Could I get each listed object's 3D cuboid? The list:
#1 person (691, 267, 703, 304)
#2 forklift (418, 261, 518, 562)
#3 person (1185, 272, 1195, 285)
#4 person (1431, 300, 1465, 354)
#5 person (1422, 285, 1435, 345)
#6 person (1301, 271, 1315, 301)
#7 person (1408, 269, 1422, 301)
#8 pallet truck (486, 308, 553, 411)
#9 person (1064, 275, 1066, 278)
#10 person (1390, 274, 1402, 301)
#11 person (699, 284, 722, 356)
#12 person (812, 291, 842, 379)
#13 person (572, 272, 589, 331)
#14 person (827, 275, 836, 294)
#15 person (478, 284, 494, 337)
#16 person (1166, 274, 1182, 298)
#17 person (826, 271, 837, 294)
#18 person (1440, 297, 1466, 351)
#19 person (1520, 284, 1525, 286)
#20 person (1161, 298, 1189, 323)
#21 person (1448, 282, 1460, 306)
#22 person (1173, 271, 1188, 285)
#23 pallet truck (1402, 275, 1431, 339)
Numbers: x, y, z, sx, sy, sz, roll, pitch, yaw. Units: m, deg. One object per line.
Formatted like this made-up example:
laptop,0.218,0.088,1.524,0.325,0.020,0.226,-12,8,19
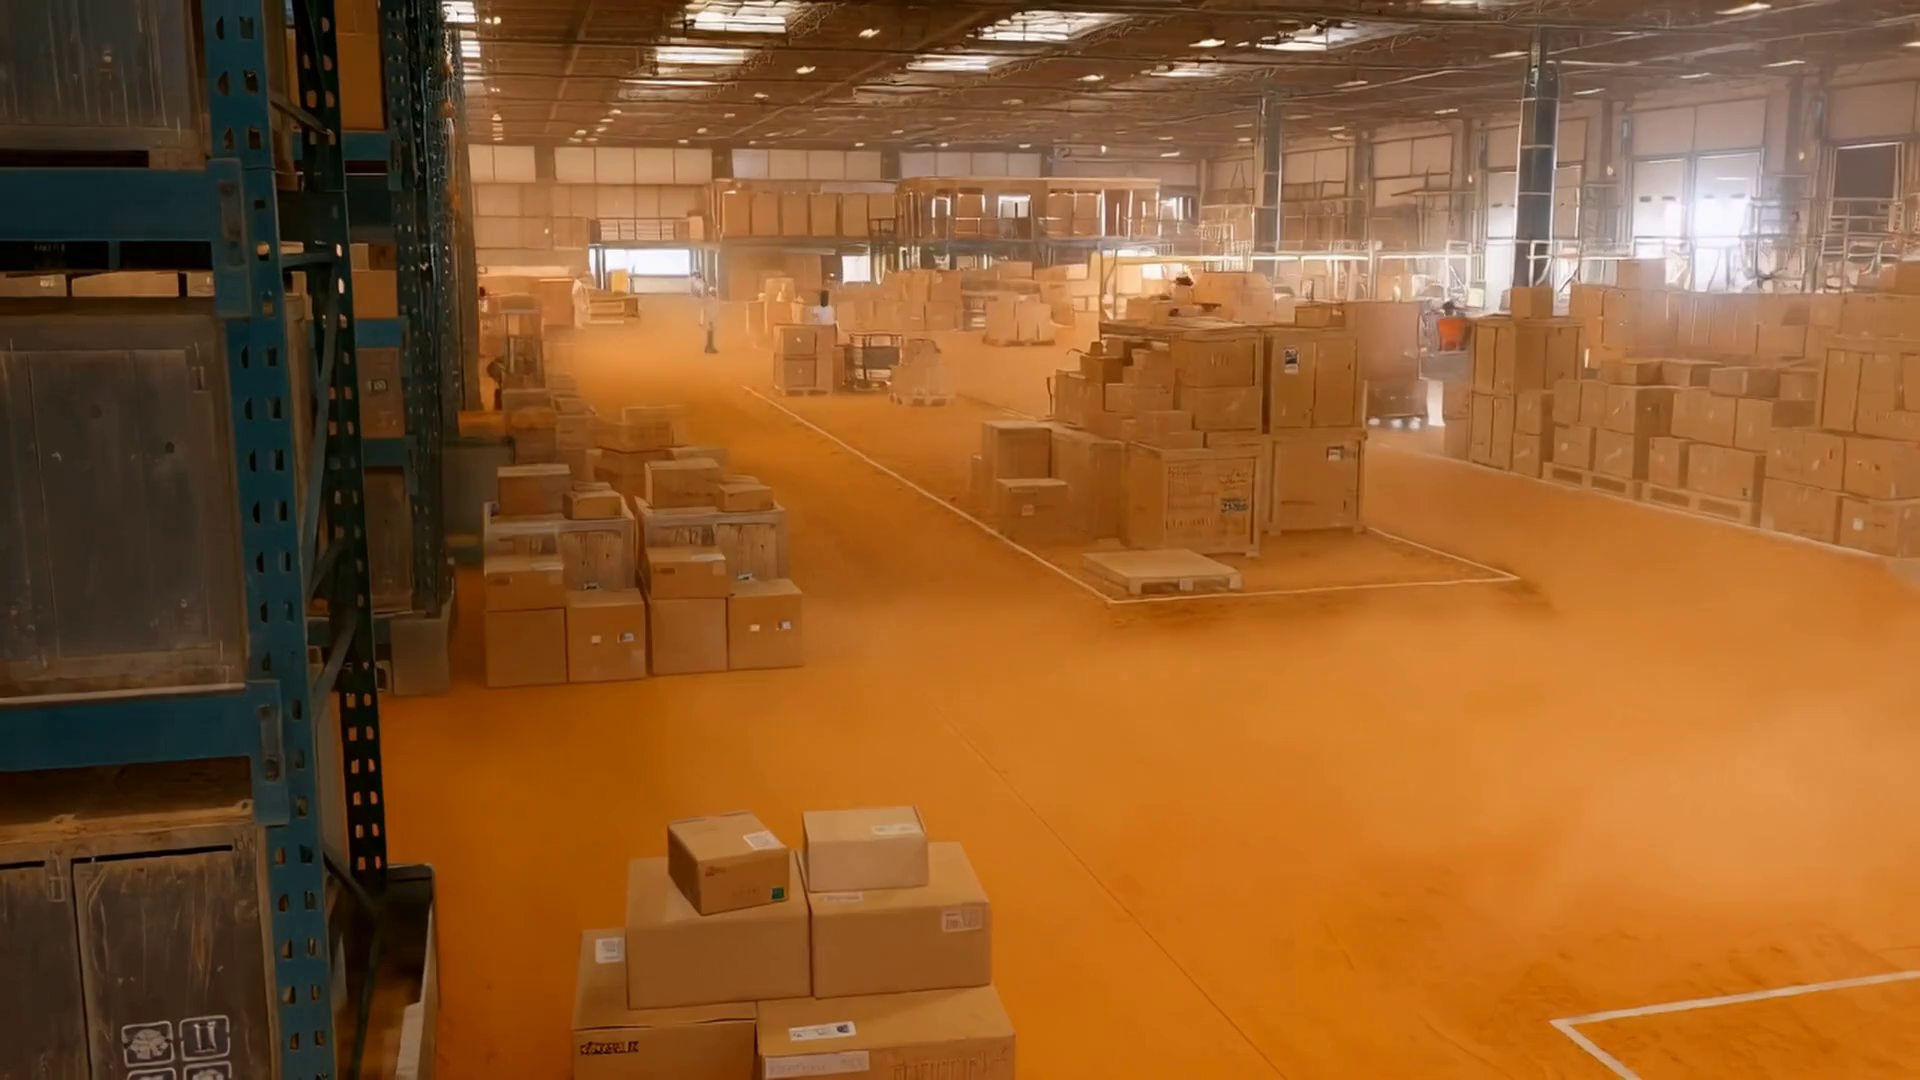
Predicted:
person,-13.166,-12.722,83.189,0.557,1.838,0.959,0,10,1
forklift,-4.978,-1.202,14.982,1.873,2.768,1.129,-3,10,-15
person,8.373,-8.606,59.526,0.811,1.959,0.625,5,11,27
person,8.831,-3.372,30.051,0.601,1.901,0.736,-2,10,-12
person,13.707,-6.565,48.555,0.471,1.755,0.528,-4,11,-21
person,13.226,-9.266,63.287,0.615,1.943,0.409,-8,13,-37
person,20.132,-11.059,73.596,0.548,1.905,0.907,4,11,22
pallet truck,-6.242,-2.418,24.362,0.823,1.965,1.885,1,10,3
person,3.883,-8.938,61.836,0.859,1.808,0.649,6,12,32
person,14.702,-7.988,56.092,0.356,1.930,0.592,1,10,8
person,-6.627,-5.851,44.127,0.560,1.892,0.983,-6,12,-32
person,-2.909,-4.469,36.231,0.628,1.911,1.029,-7,12,-35
person,-12.861,-8.101,56.423,0.535,2.000,0.768,-1,10,-5
person,-4.799,-9.171,63.082,0.900,1.837,0.527,3,11,18
person,-14.977,-7.217,52.408,0.456,1.686,0.533,-1,10,-8
person,7.868,-8.866,61.259,0.614,1.867,0.911,-4,11,-24
person,-4.451,-8.284,57.501,0.417,2.034,0.603,1,10,4
person,10.051,-4.040,33.977,0.506,1.846,0.351,1,10,4
person,17.567,-7.145,52.015,0.547,1.680,0.378,-1,10,-5
person,3.932,-3.456,30.467,0.562,1.925,0.485,-2,10,-11
person,15.836,-7.444,53.622,0.493,1.719,0.605,-4,11,-22
person,8.822,-9.797,66.411,0.630,1.916,0.908,-2,10,-8
pallet truck,14.620,-7.324,52.145,0.823,1.965,1.885,8,13,40
